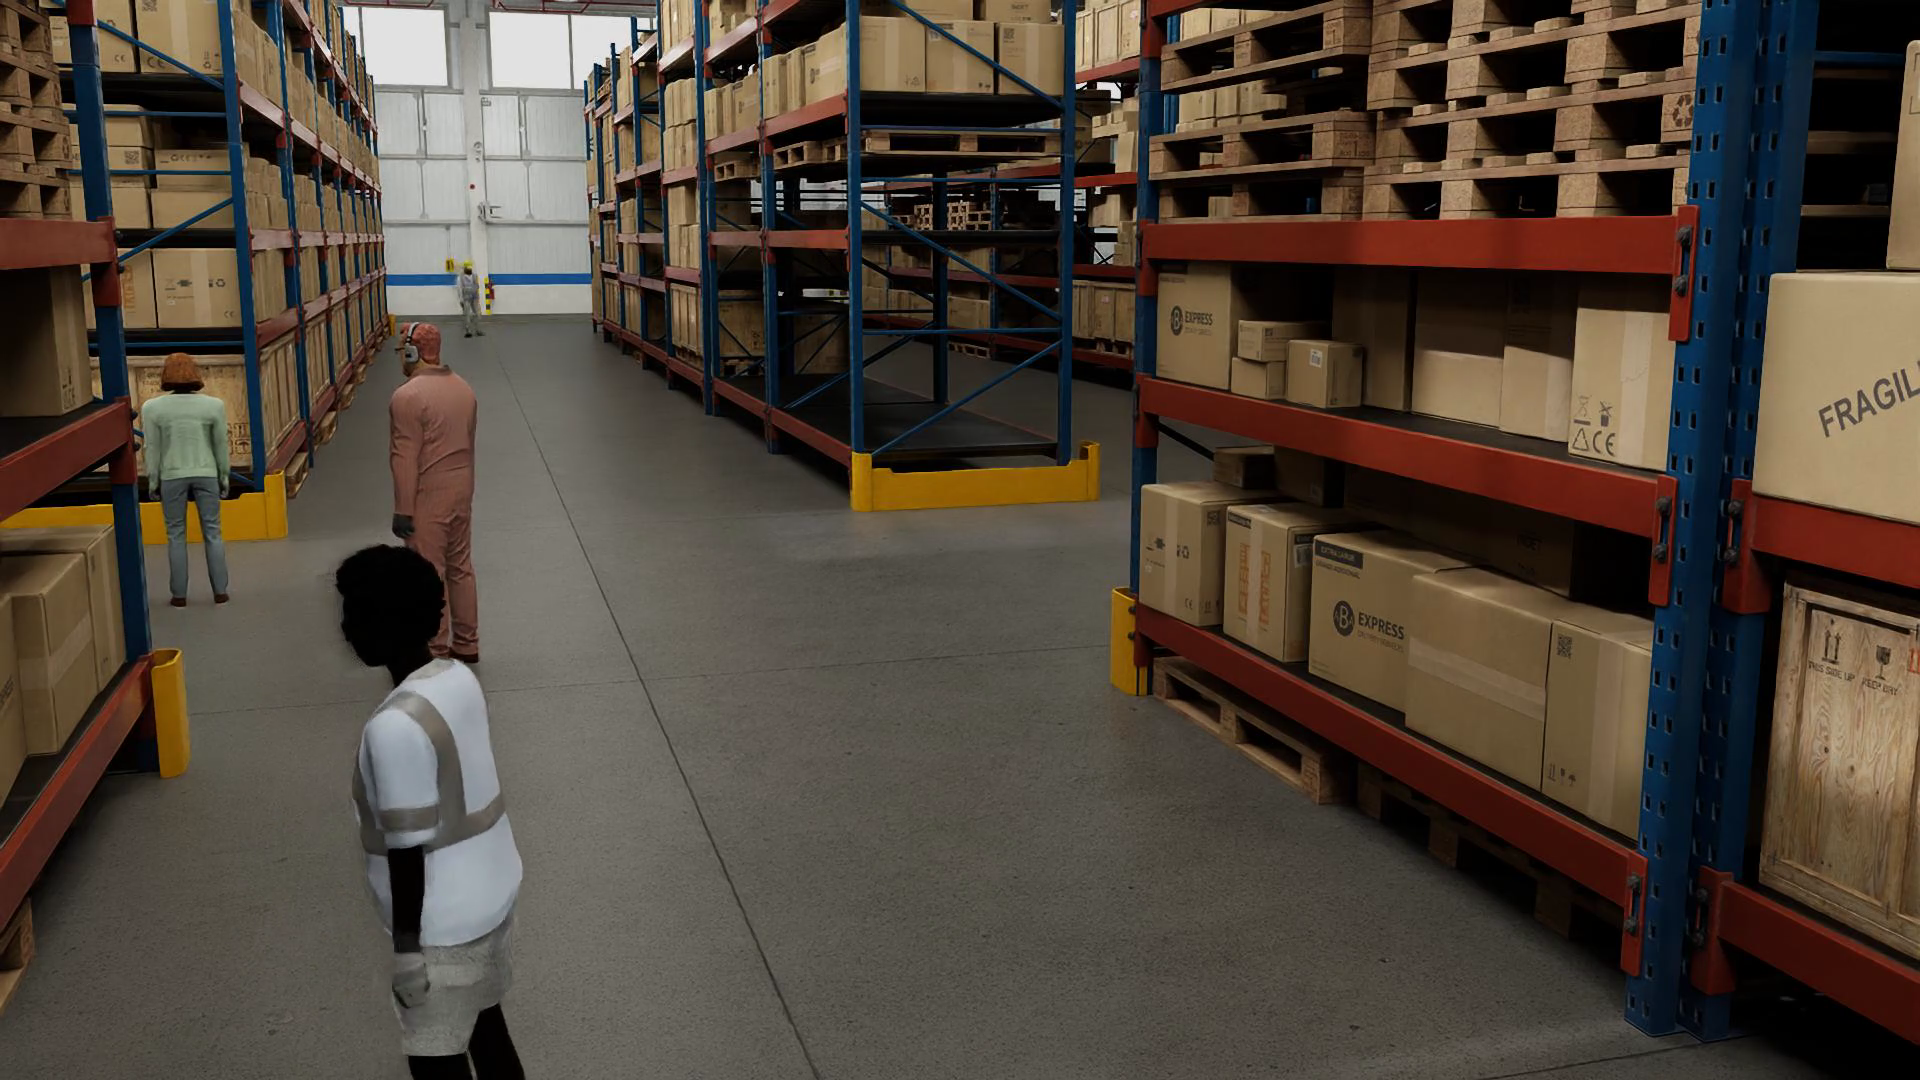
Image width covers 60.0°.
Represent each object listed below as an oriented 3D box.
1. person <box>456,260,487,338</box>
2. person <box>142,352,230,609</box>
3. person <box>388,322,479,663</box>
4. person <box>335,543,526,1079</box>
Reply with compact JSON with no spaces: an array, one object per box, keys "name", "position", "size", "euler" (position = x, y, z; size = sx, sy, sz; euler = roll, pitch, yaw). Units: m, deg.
[{"name":"person","position":[-11.348,-5.594,38.672],"size":[0.721,1.806,0.631],"euler":[8,13,36]},{"name":"person","position":[-4.900,-0.377,10.582],"size":[0.493,1.624,0.280],"euler":[-6,12,-32]},{"name":"person","position":[-2.859,-0.221,8.983],"size":[0.399,1.899,0.646],"euler":[3,11,14]},{"name":"person","position":[-1.188,0.841,3.781],"size":[0.361,1.681,0.550],"euler":[0,10,2]}]
